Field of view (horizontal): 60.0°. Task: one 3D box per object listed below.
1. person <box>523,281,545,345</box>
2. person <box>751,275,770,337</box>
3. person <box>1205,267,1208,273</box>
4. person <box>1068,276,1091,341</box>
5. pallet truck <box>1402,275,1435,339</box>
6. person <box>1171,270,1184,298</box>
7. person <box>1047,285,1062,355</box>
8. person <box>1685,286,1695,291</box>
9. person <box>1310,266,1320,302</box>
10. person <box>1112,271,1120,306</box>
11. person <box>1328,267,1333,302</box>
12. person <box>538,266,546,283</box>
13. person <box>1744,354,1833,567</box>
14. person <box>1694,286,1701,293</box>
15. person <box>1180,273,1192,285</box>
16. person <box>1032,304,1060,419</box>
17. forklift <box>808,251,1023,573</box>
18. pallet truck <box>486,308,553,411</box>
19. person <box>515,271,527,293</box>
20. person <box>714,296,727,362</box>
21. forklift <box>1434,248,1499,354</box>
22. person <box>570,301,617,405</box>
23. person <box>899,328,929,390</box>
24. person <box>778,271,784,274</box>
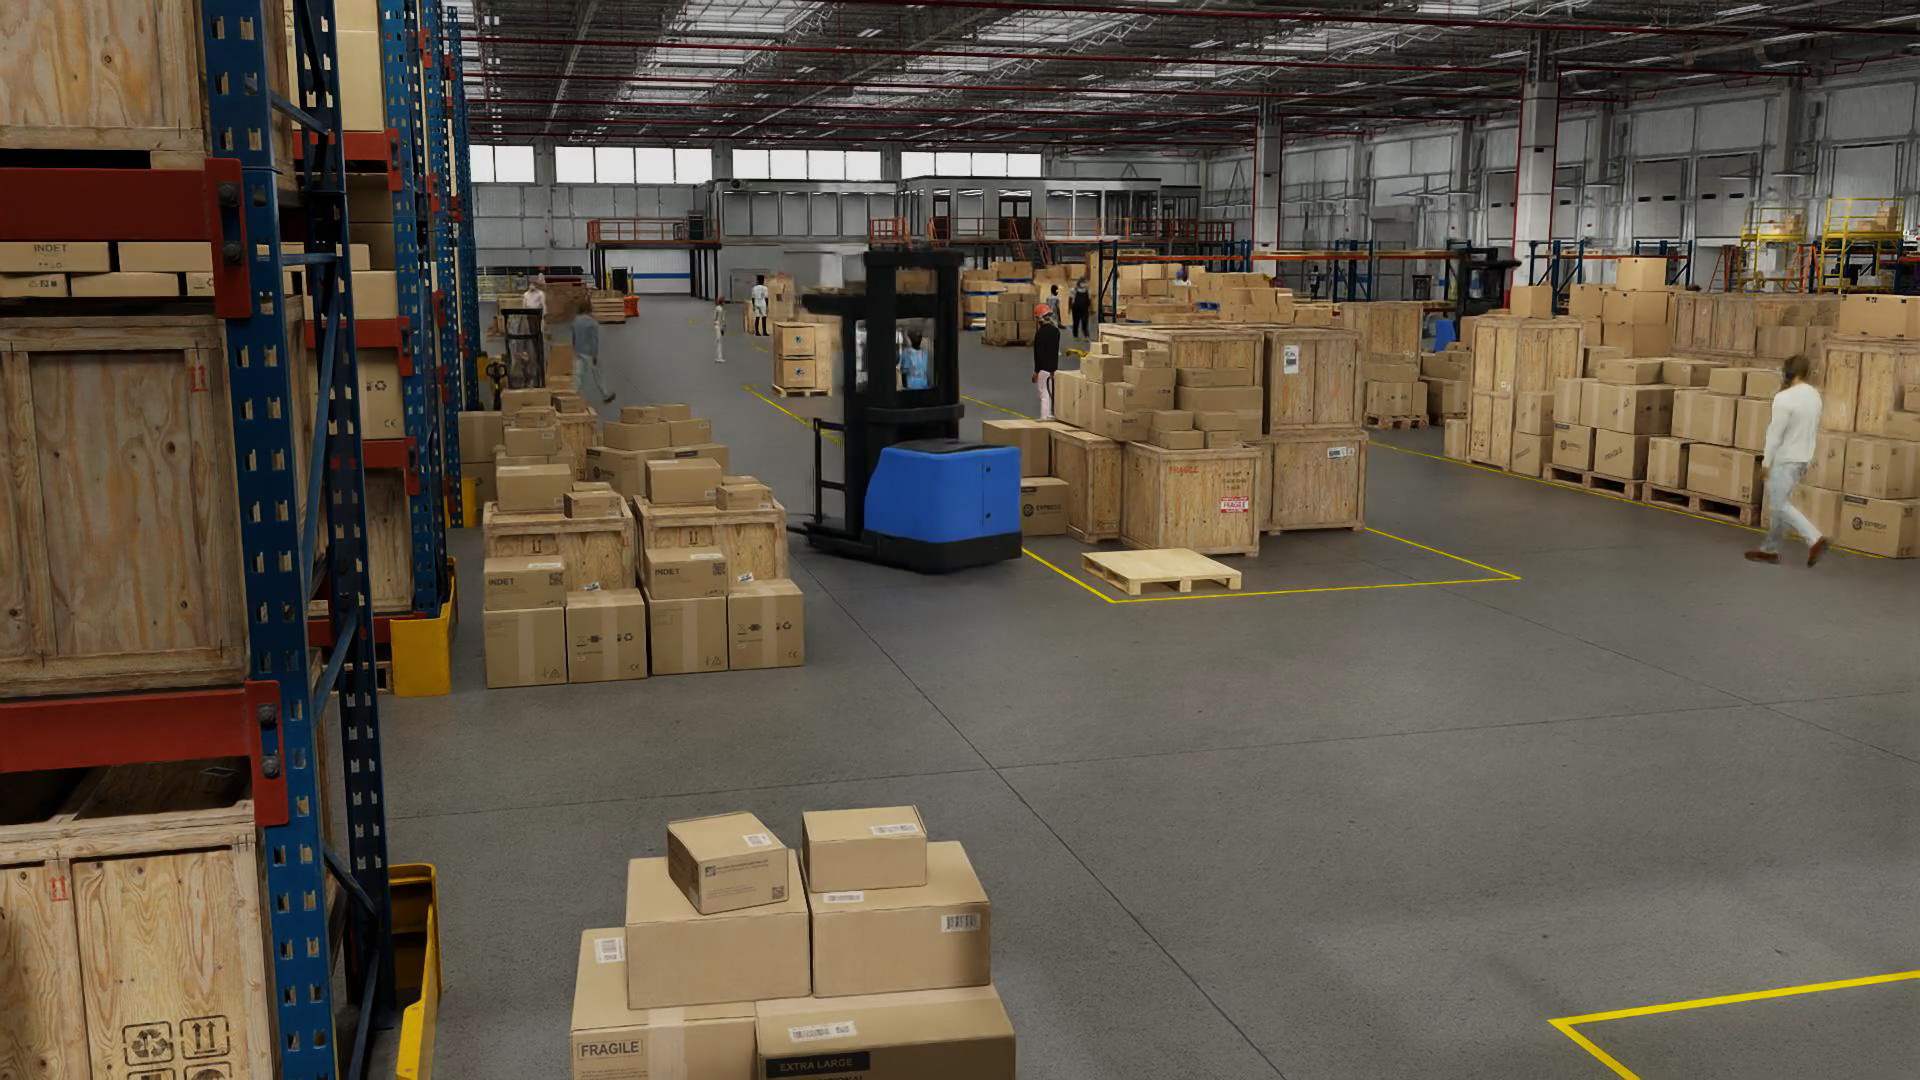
[{"bbox_3d":[-12.444,-6.656,48.707,0.658,1.881,0.872,3,10,14],"label":"person"},{"bbox_3d":[-6.332,-7.439,52.879,0.600,1.967,0.368,5,11,27],"label":"person"},{"bbox_3d":[11.422,-11.688,77.082,0.371,1.916,0.597,9,13,41],"label":"person"},{"bbox_3d":[3.648,-7.026,50.336,0.752,2.000,0.873,-3,10,-15],"label":"person"},{"bbox_3d":[14.620,-7.324,52.145,0.823,1.965,1.885,8,13,40],"label":"pallet truck"},{"bbox_3d":[8.613,-9.634,65.409,0.624,1.929,0.518,8,13,37],"label":"person"},{"bbox_3d":[2.486,-5.827,44.080,0.331,1.861,0.503,-9,13,-40],"label":"person"},{"bbox_3d":[18.469,-5.519,42.314,0.629,1.873,1.035,7,12,33],"label":"person"},{"bbox_3d":[17.727,-12.754,83.159,0.395,1.910,0.586,-7,12,-35],"label":"person"},{"bbox_3d":[6.253,-9.820,66.594,0.337,1.883,0.584,3,10,15],"label":"person"},{"bbox_3d":[17.852,-12.258,80.463,0.329,1.865,0.514,0,10,-3],"label":"person"},{"bbox_3d":[-18.968,-11.449,75.518,0.400,1.989,0.623,-1,10,-5],"label":"person"},{"bbox_3d":[7.437,-0.693,14.808,0.635,1.922,0.756,-8,13,-37],"label":"person"},{"bbox_3d":[20.450,-6.206,46.430,0.606,1.794,0.983,0,10,1],"label":"person"},{"bbox_3d":[8.457,-9.070,62.397,0.353,1.879,0.567,-6,12,-32],"label":"person"},{"bbox_3d":[1.300,-2.616,25.518,0.391,1.986,0.609,6,12,32],"label":"person"},{"bbox_3d":[-0.401,-1.232,15.151,1.129,2.768,1.873,-9,13,-40],"label":"forklift"},{"bbox_3d":[-6.242,-2.418,24.362,0.823,1.965,1.885,1,10,3],"label":"pallet truck"},{"bbox_3d":[-20.312,-11.574,76.993,0.485,1.721,0.670,-2,10,-11],"label":"person"},{"bbox_3d":[-5.959,-5.229,41.329,0.316,1.629,0.508,-2,10,-12],"label":"person"},{"bbox_3d":[12.395,-5.628,40.044,1.129,2.768,1.873,-3,10,-15],"label":"forklift"},{"bbox_3d":[-6.629,-3.326,29.838,0.651,1.879,1.017,6,12,31],"label":"person"},{"bbox_3d":[-0.647,-2.221,24.104,0.316,1.696,0.540,10,14,43],"label":"person"},{"bbox_3d":[-7.110,-9.738,66.127,0.567,1.886,1.016,1,10,3],"label":"person"}]
